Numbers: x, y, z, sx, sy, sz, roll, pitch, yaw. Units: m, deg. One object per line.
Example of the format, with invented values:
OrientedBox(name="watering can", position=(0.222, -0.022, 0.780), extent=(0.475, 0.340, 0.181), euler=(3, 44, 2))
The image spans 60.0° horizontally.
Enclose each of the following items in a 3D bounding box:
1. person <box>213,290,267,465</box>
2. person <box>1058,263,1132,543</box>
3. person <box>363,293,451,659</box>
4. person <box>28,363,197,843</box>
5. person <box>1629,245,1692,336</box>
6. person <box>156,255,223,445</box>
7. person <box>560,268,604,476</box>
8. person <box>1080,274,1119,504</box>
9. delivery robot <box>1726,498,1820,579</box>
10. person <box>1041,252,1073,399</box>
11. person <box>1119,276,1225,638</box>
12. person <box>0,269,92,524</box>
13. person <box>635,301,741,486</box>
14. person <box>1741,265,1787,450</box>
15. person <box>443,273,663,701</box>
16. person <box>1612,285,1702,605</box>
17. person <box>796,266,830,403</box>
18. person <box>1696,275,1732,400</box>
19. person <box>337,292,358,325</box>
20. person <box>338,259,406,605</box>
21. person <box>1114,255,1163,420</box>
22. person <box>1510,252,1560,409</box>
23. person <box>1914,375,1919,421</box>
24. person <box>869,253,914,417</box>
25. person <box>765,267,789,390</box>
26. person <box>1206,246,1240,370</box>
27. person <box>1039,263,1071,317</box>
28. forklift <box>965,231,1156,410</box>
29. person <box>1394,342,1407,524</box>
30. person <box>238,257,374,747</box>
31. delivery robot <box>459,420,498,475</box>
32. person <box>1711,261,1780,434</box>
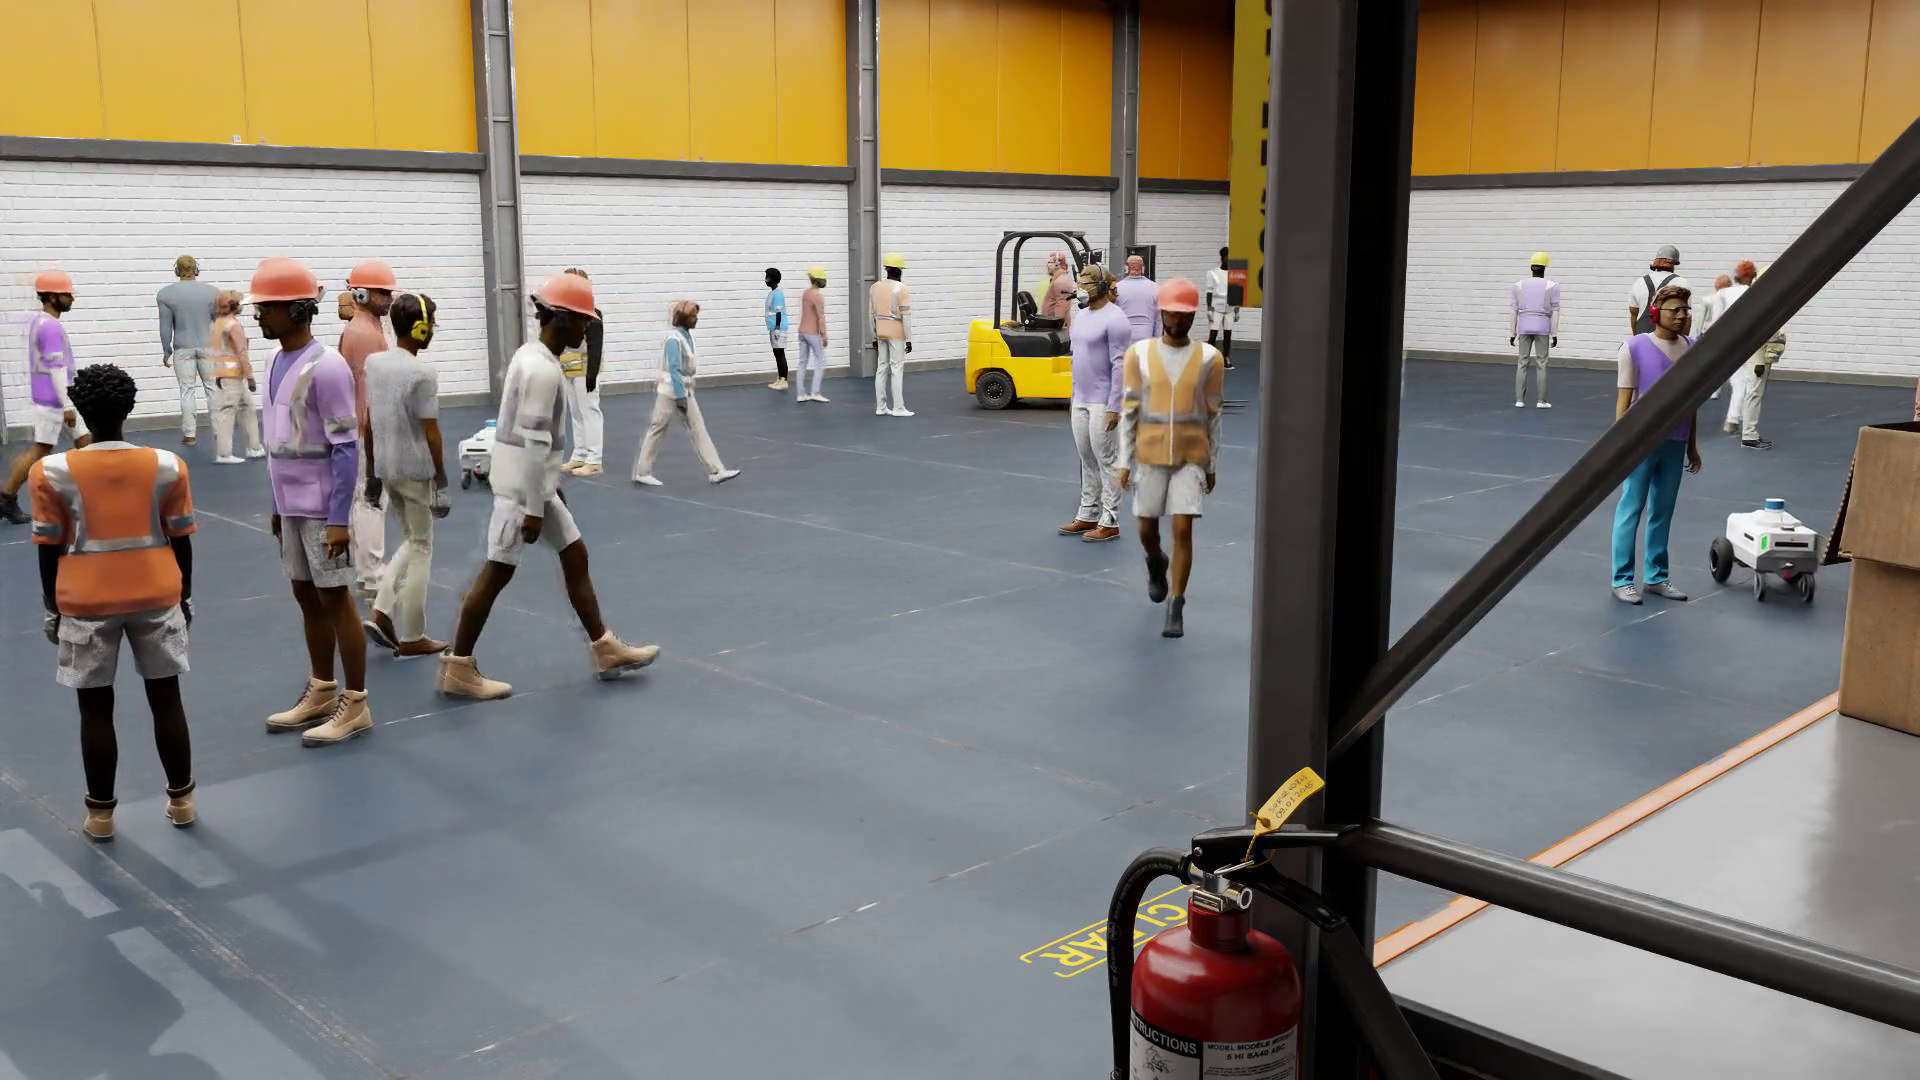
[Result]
OrientedBox(name="person", position=(-6.704, -1.524, 15.589), extent=(0.704, 1.611, 0.546), euler=(-8, 13, -38))
OrientedBox(name="person", position=(0.952, -0.956, 11.633), extent=(0.371, 1.941, 0.627), euler=(-5, 12, -25))
OrientedBox(name="person", position=(-2.766, -0.312, 8.371), extent=(0.537, 1.845, 0.394), euler=(6, 12, 31))
OrientedBox(name="person", position=(-2.969, 0.223, 5.892), extent=(0.530, 1.689, 0.321), euler=(-8, 13, -38))
OrientedBox(name="person", position=(7.810, -2.263, 18.482), extent=(0.537, 2.000, 0.679), euler=(-10, 14, -42))
OrientedBox(name="person", position=(-7.802, -1.927, 16.948), extent=(0.627, 1.934, 0.372), euler=(-6, 12, -29))
OrientedBox(name="person", position=(-3.401, -1.497, 14.849), extent=(0.430, 1.845, 0.621), euler=(-7, 12, -32))
OrientedBox(name="person", position=(1.107, -1.217, 13.313), extent=(0.346, 1.847, 0.506), euler=(1, 10, 8))
OrientedBox(name="delivery robot", position=(4.867, -0.005, 9.972), extent=(0.477, 0.478, 0.707), euler=(1, 11, 8))
OrientedBox(name="person", position=(1.264, -2.797, 21.761), extent=(0.409, 1.907, 0.649), euler=(1, 10, 5))
OrientedBox(name="person", position=(1.153, -0.471, 9.047), extent=(0.555, 1.923, 0.723), euler=(2, 11, 9))
OrientedBox(name="person", position=(-6.786, -1.068, 12.393), extent=(0.991, 1.895, 0.563), euler=(-6, 12, -29))
OrientedBox(name="person", position=(-2.360, -1.230, 14.113), extent=(0.929, 1.576, 0.522), euler=(2, 11, 13))
OrientedBox(name="person", position=(8.038, -1.823, 16.653), extent=(0.404, 1.831, 0.600), euler=(5, 12, 27))
OrientedBox(name="person", position=(-1.915, -0.245, 7.746), extent=(1.115, 1.943, 0.620), euler=(-3, 11, -14))
OrientedBox(name="person", position=(4.062, -0.557, 9.710), extent=(0.563, 1.847, 0.390), euler=(-4, 11, -18))
OrientedBox(name="person", position=(-1.859, -2.618, 21.219), extent=(0.457, 1.738, 0.526), euler=(-6, 12, -30))
OrientedBox(name="person", position=(9.954, -2.658, 21.802), extent=(0.543, 1.597, 0.832), euler=(5, 12, 27))
OrientedBox(name="person", position=(-5.371, -1.388, 14.823), extent=(0.265, 1.632, 0.508), euler=(-4, 11, -19))
OrientedBox(name="person", position=(-3.405, -0.625, 9.688), extent=(0.392, 1.991, 0.612), euler=(-5, 11, -24))
OrientedBox(name="person", position=(2.015, -2.326, 19.225), extent=(0.646, 1.899, 0.403), euler=(-1, 10, -5))
OrientedBox(name="person", position=(7.090, -2.582, 20.532), extent=(0.587, 1.928, 0.382), euler=(6, 12, 31))
OrientedBox(name="person", position=(10.910, -2.188, 18.440), extent=(0.403, 1.906, 0.651), euler=(0, 10, 1))
OrientedBox(name="person", position=(-0.795, -2.413, 19.612), extent=(0.594, 1.924, 0.383), euler=(8, 13, 37))
OrientedBox(name="person", position=(-2.546, -2.924, 23.051), extent=(0.321, 1.690, 0.536), euler=(-3, 11, -17))
OrientedBox(name="person", position=(4.176, -3.666, 26.376), extent=(0.616, 1.955, 0.398), euler=(-3, 11, -16))
OrientedBox(name="person", position=(1.240, -2.966, 22.971), extent=(0.867, 1.814, 0.637), euler=(-4, 11, -23))
OrientedBox(name="forklift", position=(1.222, -2.721, 20.561), extent=(2.313, 2.155, 1.214), euler=(2, 11, 13))
OrientedBox(name="person", position=(3.004, -0.936, 12.111), extent=(0.496, 1.728, 0.624), euler=(5, 11, 23))
OrientedBox(name="person", position=(-2.746, -0.152, 6.967), extent=(0.611, 2.042, 0.396), euler=(10, 14, 43))
OrientedBox(name="delivery robot", position=(-3.991, -0.782, 14.206), extent=(0.477, 0.478, 0.707), euler=(1, 11, 7))
OrientedBox(name="person", position=(8.463, -2.080, 18.008), extent=(0.801, 1.840, 0.662), euler=(-9, 14, -42))
